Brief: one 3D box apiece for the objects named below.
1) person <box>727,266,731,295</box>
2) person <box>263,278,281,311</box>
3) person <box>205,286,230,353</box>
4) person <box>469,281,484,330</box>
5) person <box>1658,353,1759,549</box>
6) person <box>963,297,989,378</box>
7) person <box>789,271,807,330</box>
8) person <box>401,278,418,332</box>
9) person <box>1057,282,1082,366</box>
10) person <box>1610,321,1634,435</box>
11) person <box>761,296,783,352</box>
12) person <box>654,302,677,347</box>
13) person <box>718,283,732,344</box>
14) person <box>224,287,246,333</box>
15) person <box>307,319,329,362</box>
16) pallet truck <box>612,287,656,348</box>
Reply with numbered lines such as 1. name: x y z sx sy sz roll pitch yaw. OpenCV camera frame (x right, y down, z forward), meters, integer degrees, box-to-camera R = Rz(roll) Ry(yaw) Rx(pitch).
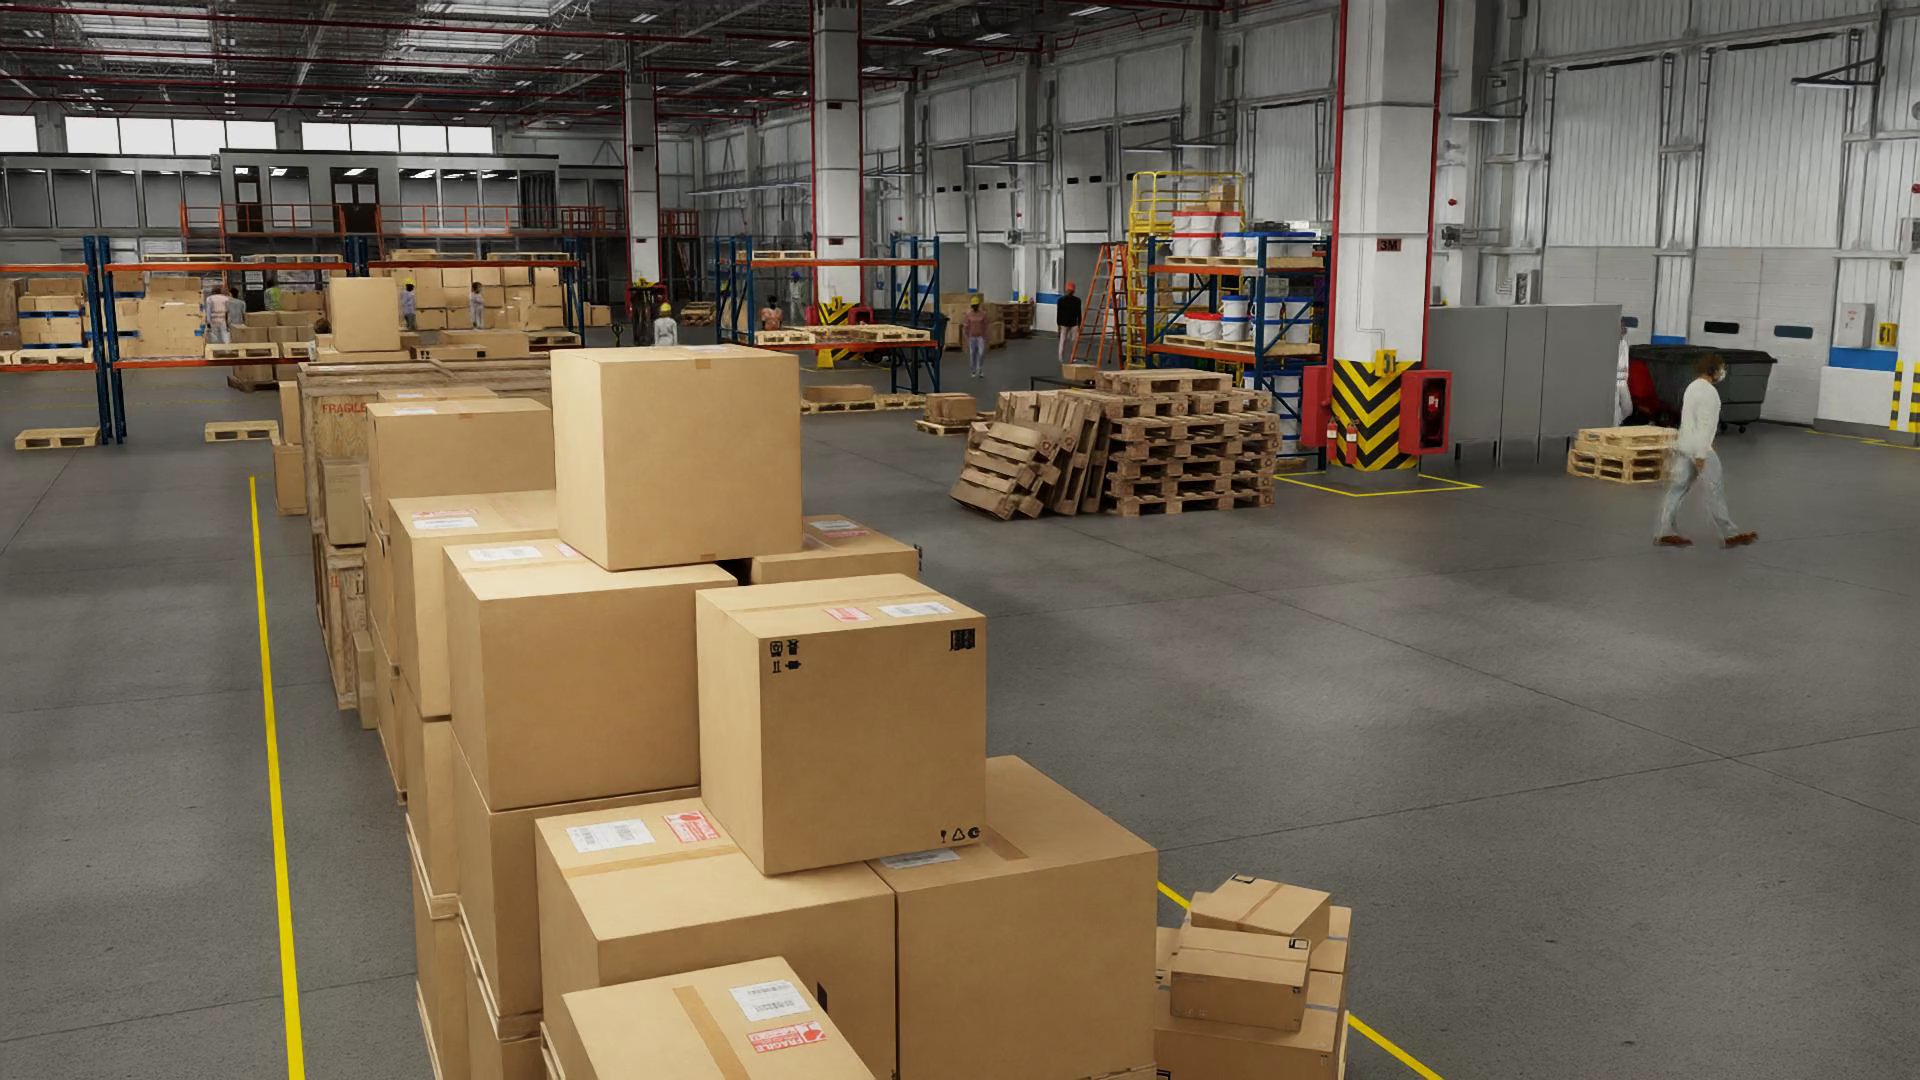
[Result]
1. person: -8.845 -9.629 64.381 0.402 1.941 0.556 1 10 5
2. person: -20.256 -6.803 49.095 0.700 1.827 0.636 4 11 23
3. person: -18.957 -5.600 42.551 0.642 1.794 0.983 -8 13 -37
4. person: -12.050 -5.489 41.537 0.372 1.939 0.629 0 10 2
5. person: 7.272 -0.848 16.056 0.957 1.897 0.661 1 10 7
6. person: 0.332 -4.346 35.796 0.540 1.734 0.799 1 10 6
7. person: -5.347 -7.913 54.963 0.616 1.920 0.851 4 11 23
8. person: -15.381 -6.352 46.371 0.484 1.911 0.600 2 10 9
9. person: 2.583 -5.095 39.250 0.610 1.985 0.415 -3 11 -15
10. person: 9.284 -2.192 23.558 0.614 1.863 0.434 -7 12 -32
11. person: -4.440 -4.933 39.248 0.531 1.659 0.869 -3 11 -17
12. person: -5.871 -3.869 33.160 0.502 1.728 0.432 3 11 18
13. person: -5.808 -5.388 41.097 0.583 1.901 0.596 5 11 26
14. person: -17.502 -5.191 40.220 0.502 1.837 0.923 -4 11 -22
15. person: -9.287 -2.310 24.374 0.526 1.838 0.433 -10 14 -44
16. pallet truck: -6.464 -4.406 35.401 0.823 1.965 1.885 6 12 32
